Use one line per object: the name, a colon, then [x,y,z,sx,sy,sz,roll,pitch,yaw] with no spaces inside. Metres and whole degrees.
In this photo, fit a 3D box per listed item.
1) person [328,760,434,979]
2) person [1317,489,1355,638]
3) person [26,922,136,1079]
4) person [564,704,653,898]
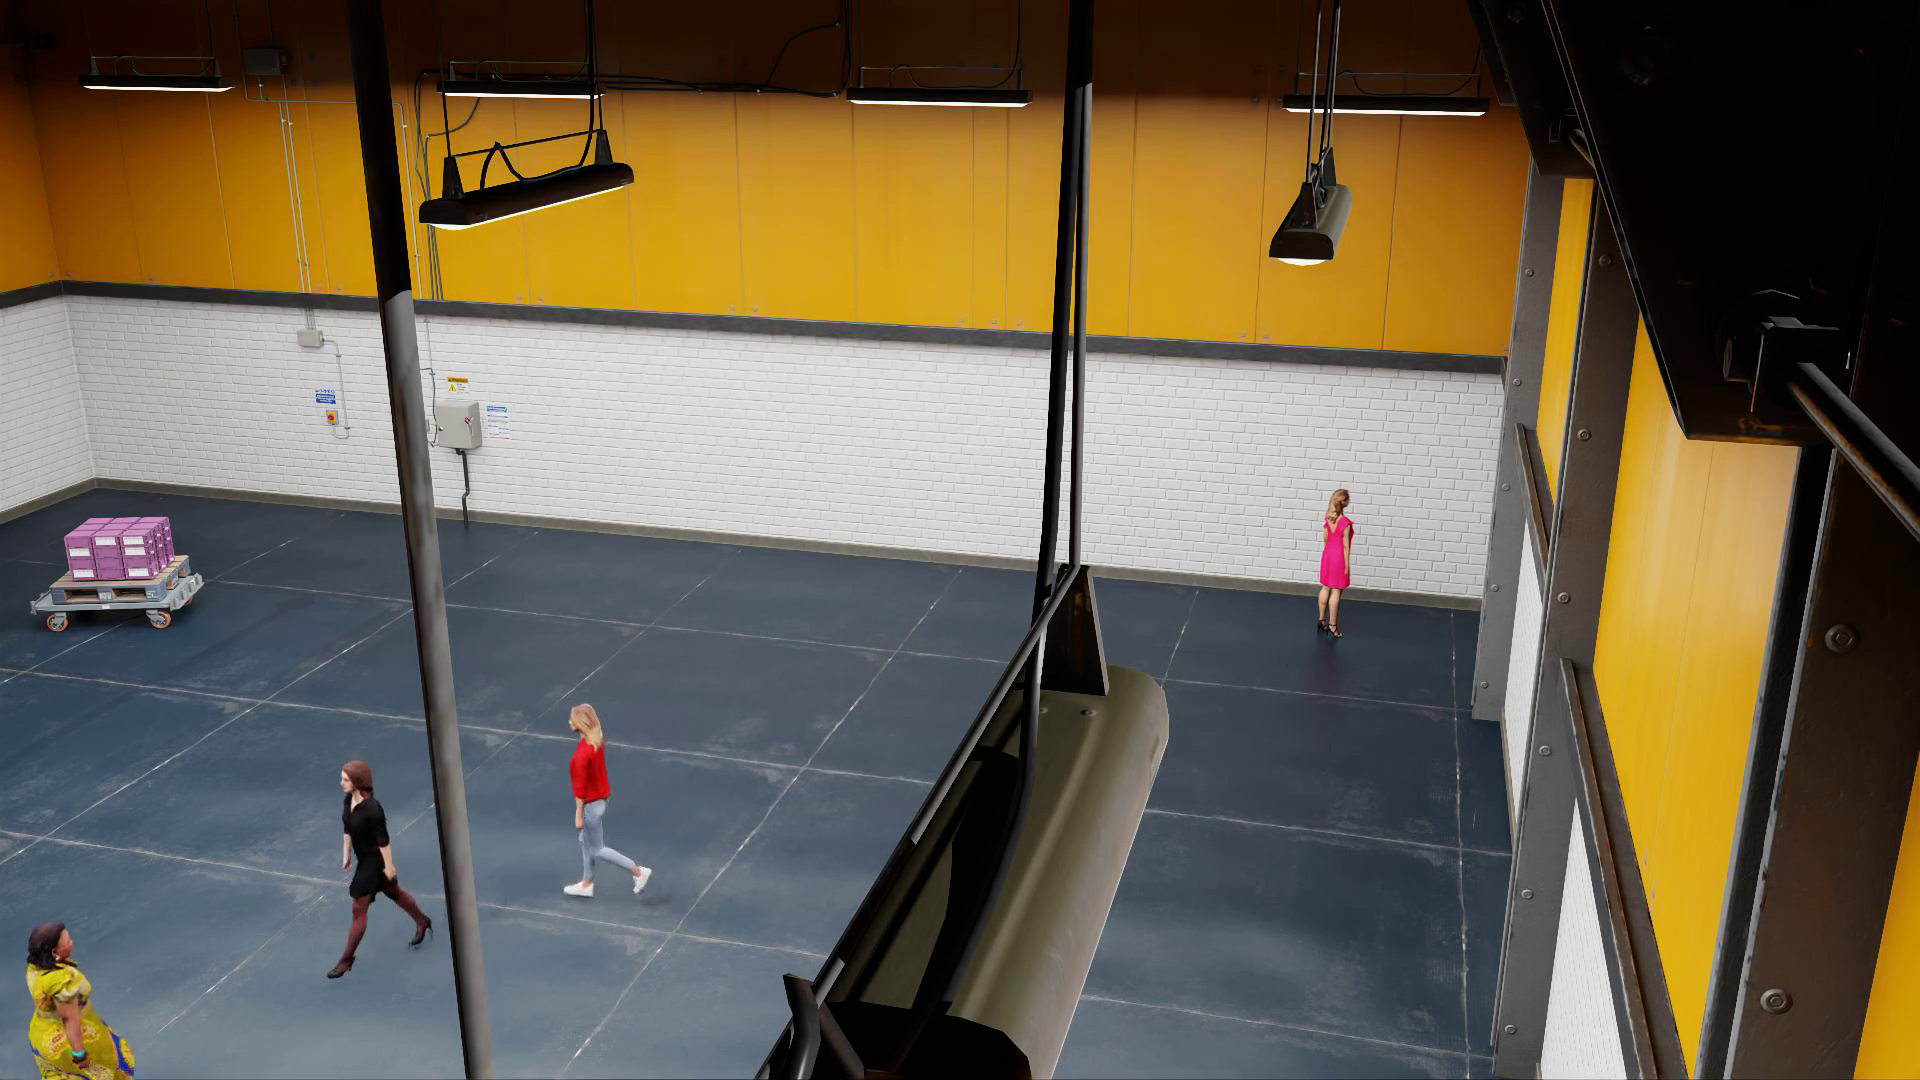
person: [-4.331,2.430,12.488,0.951,1.611,1.163,16,25,40]
person: [4.238,0.240,18.810,0.727,1.728,0.654,-8,20,-23]
person: [-5.601,3.148,10.297,0.900,1.649,0.996,15,24,38]
person: [-2.856,2.125,13.275,0.798,1.687,0.974,1,19,4]
